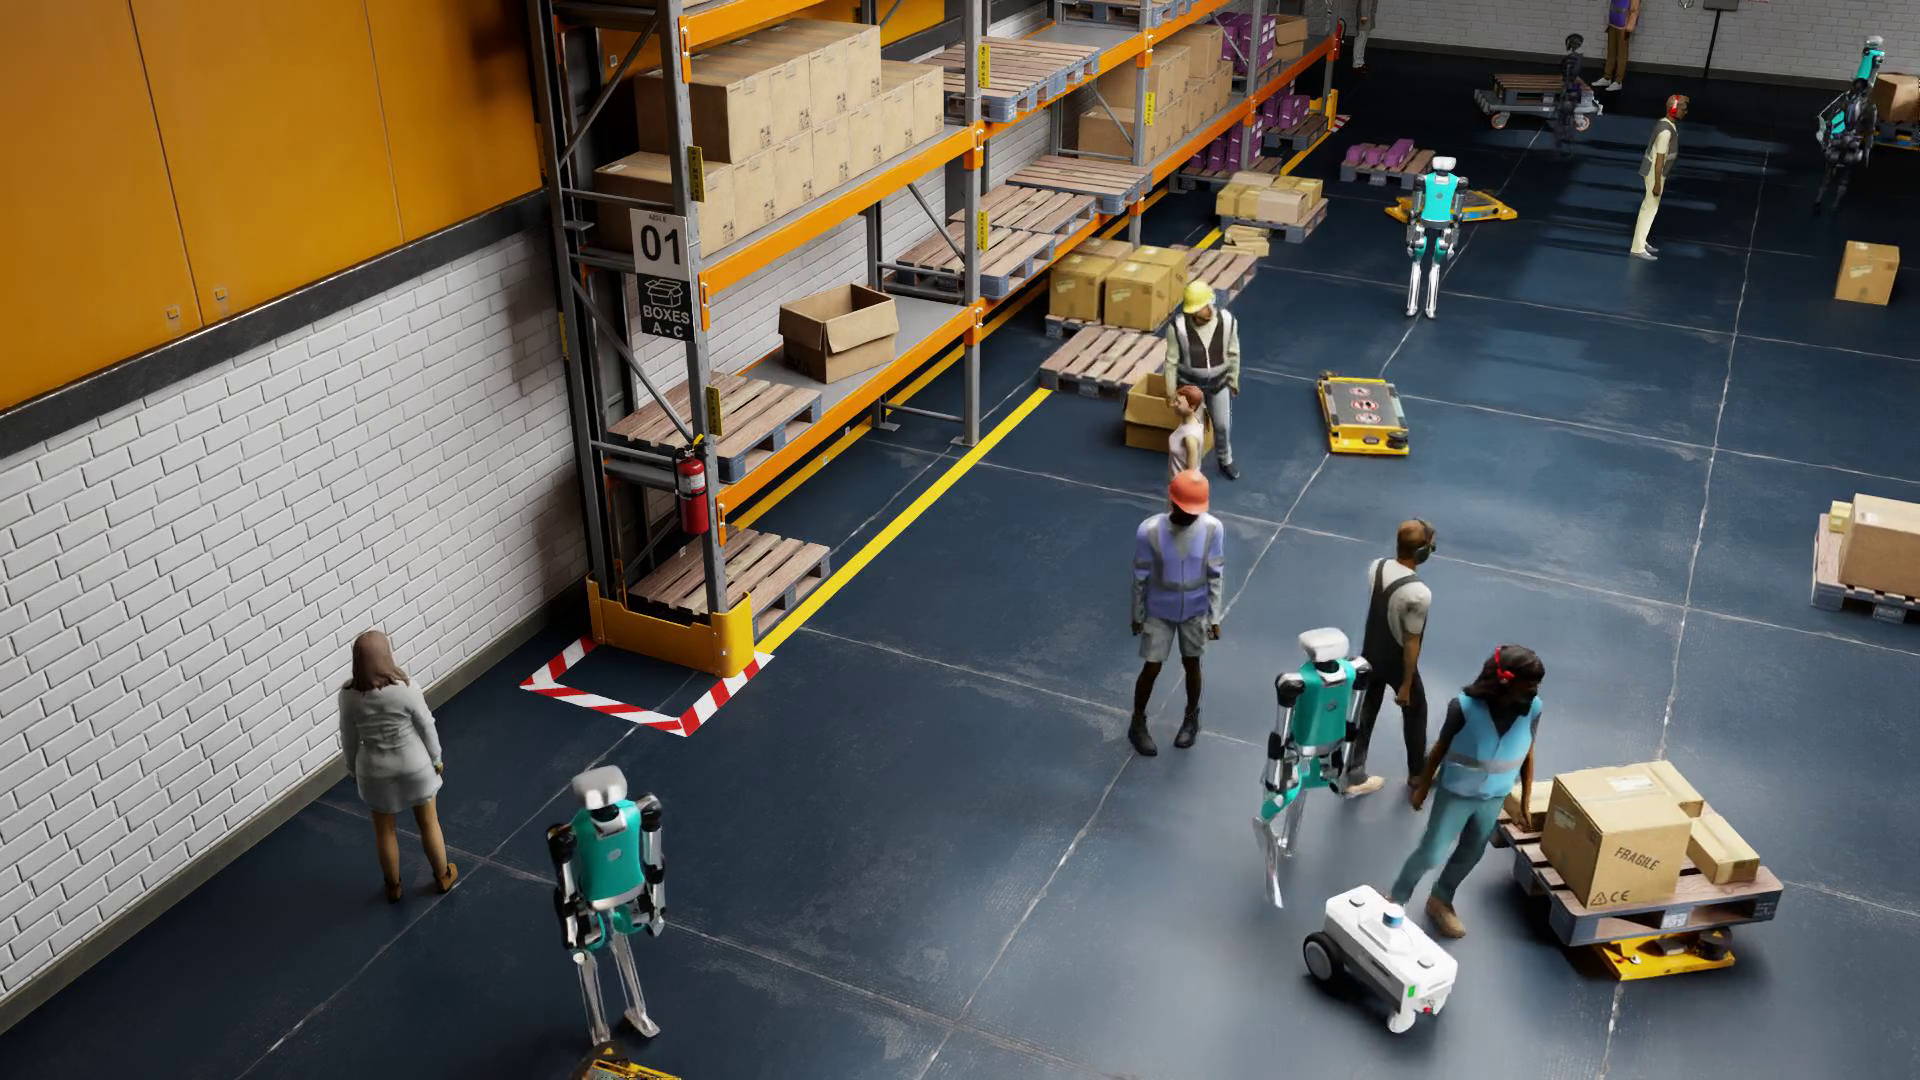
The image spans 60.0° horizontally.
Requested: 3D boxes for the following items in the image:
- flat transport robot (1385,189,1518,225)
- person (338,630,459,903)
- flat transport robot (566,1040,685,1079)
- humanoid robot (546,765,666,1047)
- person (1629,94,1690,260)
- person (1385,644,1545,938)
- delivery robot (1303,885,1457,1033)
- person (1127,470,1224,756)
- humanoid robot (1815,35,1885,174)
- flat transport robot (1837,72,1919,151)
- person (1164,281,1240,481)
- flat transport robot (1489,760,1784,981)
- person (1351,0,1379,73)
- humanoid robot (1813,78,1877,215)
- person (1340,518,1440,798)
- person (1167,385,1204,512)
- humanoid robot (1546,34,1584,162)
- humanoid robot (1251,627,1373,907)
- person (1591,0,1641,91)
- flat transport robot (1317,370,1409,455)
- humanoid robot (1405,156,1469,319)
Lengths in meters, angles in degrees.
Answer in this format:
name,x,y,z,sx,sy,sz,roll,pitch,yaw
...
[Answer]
name,x,y,z,sx,sy,sz,roll,pitch,yaw
flat transport robot,5.959,-4.015,20.173,1.431,0.231,0.659,-8,29,-14
person,-3.057,1.218,8.999,0.497,1.660,0.337,-6,29,-12
flat transport robot,-1.696,2.864,7.418,0.659,0.231,1.431,10,30,19
humanoid robot,-1.715,1.722,7.950,0.531,1.753,0.752,-16,32,-27
person,7.795,-4.073,18.633,0.379,1.835,0.562,11,30,20
person,2.654,1.312,8.643,0.604,1.835,0.429,-2,28,-3
delivery robot,2.182,2.107,8.512,0.524,0.586,0.754,-14,31,-25
person,1.321,0.431,10.190,0.560,1.921,0.407,-4,29,-8
humanoid robot,11.486,-5.638,21.661,0.660,1.821,0.537,5,29,9
flat transport robot,13.043,-5.582,23.078,1.431,0.231,0.659,22,35,35
person,1.967,-1.266,13.480,0.651,1.786,0.421,-3,29,-6
flat transport robot,3.615,1.869,9.262,0.659,0.231,1.431,-5,29,-9
person,6.575,-8.502,26.845,0.365,1.836,0.512,14,31,24
humanoid robot,10.613,-4.697,19.963,0.590,1.627,0.514,22,36,35
person,2.640,0.689,9.816,0.779,1.815,0.507,-14,32,-25
person,1.583,-0.335,11.883,0.282,1.659,0.453,0,28,0
humanoid robot,8.104,-5.894,22.179,0.350,1.667,0.588,14,31,24
humanoid robot,1.787,1.153,9.106,0.536,1.802,0.803,-9,30,-17
person,10.244,-7.962,25.742,0.409,1.932,0.531,-7,29,-13
flat transport robot,3.584,-1.138,14.839,0.659,0.231,1.431,3,28,5
humanoid robot,4.776,-3.103,16.837,0.532,1.701,0.731,6,29,11
